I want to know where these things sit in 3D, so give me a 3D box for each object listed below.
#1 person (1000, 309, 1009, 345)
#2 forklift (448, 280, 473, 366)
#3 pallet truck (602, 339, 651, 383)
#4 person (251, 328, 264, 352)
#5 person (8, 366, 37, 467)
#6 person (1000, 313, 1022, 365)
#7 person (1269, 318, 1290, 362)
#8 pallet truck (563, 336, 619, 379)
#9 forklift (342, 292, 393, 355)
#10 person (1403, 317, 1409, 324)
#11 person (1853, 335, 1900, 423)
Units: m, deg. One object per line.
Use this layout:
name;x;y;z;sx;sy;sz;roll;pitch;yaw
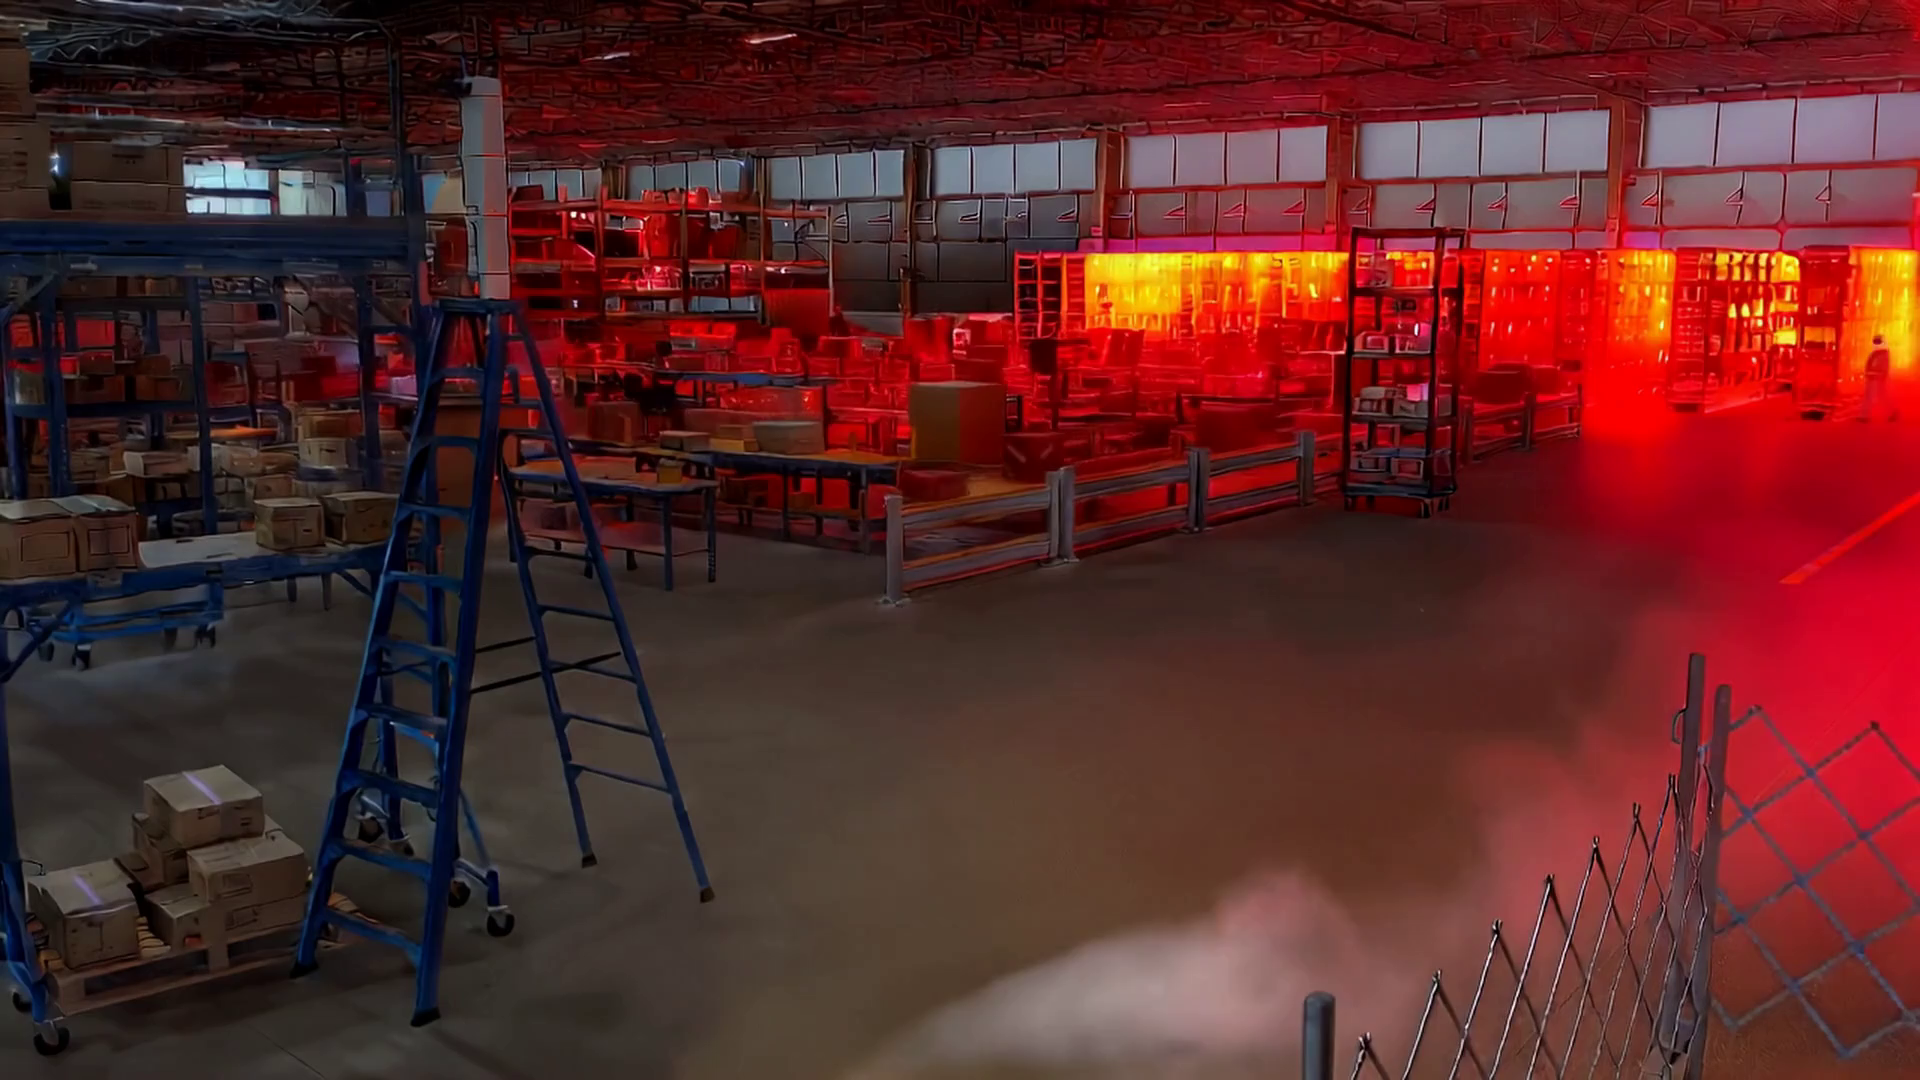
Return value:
person;1.719;-7.710;61.723;0.480;1.734;0.333;2;9;11
forklift;-15.095;-6.653;51.555;1.129;2.768;1.873;7;11;37
pallet truck;-8.991;-4.871;45.351;0.653;1.274;1.630;7;11;37
person;-17.484;-4.441;41.459;0.369;1.678;0.551;-9;12;-43
person;-12.004;-1.304;21.314;0.313;1.869;0.538;-5;10;-26
person;1.478;-5.696;48.651;0.645;1.894;0.573;4;10;22
person;8.616;-5.152;44.972;0.638;1.982;0.522;6;11;34
pallet truck;-10.690;-5.294;48.215;1.601;1.201;0.680;-5;10;-26
forklift;-16.485;-5.622;45.120;1.129;2.768;1.873;7;11;37
person;12.589;-5.428;47.193;0.829;1.822;0.563;9;12;43
person;18.572;-3.243;33.599;0.787;1.811;0.591;0;9;-2
